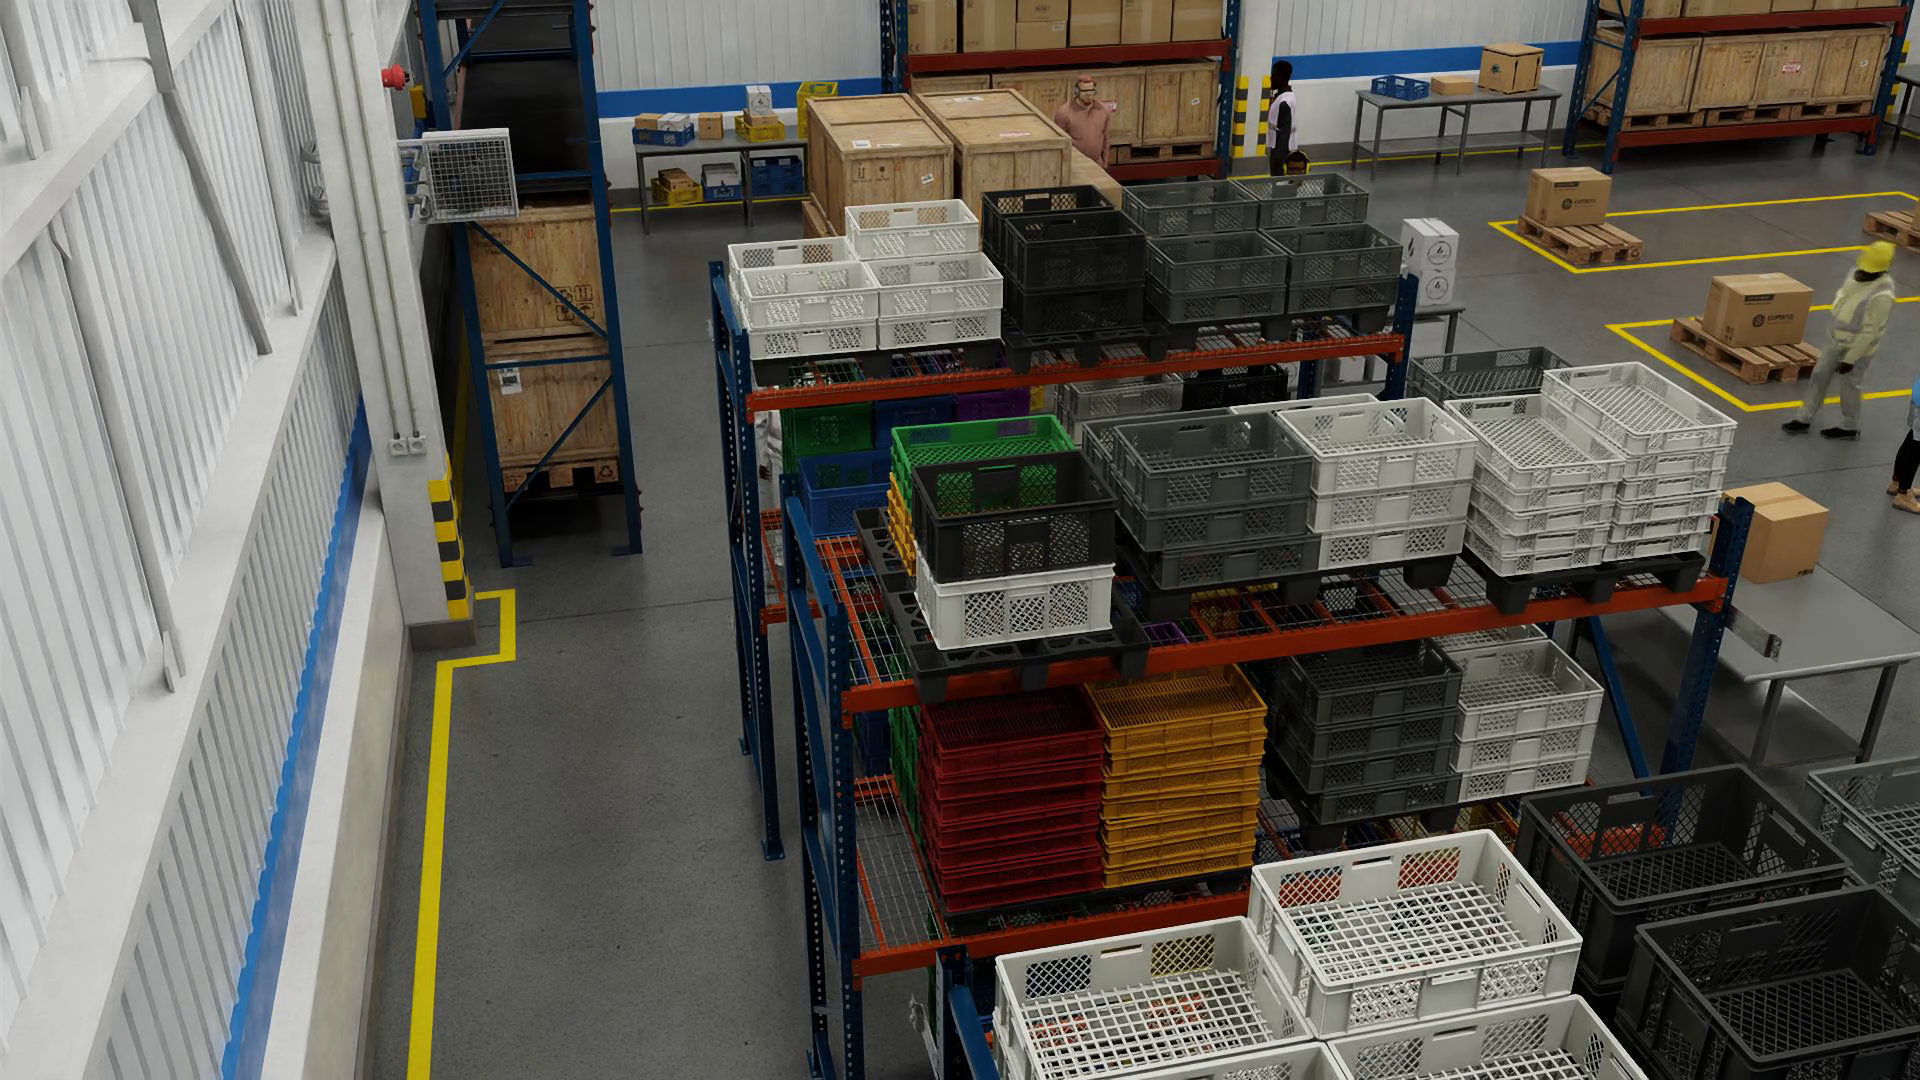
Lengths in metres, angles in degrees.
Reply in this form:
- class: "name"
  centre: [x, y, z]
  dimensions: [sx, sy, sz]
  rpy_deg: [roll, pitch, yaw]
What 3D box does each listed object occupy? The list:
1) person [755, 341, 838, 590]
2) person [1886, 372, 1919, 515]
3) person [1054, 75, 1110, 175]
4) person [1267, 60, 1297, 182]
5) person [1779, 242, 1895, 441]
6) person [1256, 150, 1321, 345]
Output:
- class: "person"
  centre: [-1.107, -0.542, 11.330]
  dimensions: [0.575, 1.881, 0.361]
  rpy_deg: [6, 28, 11]
- class: "person"
  centre: [7.308, -1.038, 12.469]
  dimensions: [0.320, 1.693, 0.531]
  rpy_deg: [10, 29, 19]
- class: "person"
  centre: [1.327, -4.043, 17.947]
  dimensions: [0.642, 1.908, 0.407]
  rpy_deg: [-10, 29, -19]
- class: "person"
  centre: [3.574, -4.369, 18.553]
  dimensions: [0.371, 1.916, 0.597]
  rpy_deg: [3, 28, 7]
- class: "person"
  centre: [7.163, -1.597, 13.446]
  dimensions: [0.693, 1.772, 0.661]
  rpy_deg: [-2, 28, -3]
- class: "person"
  centre: [3.044, -2.681, 15.402]
  dimensions: [0.520, 1.871, 0.328]
  rpy_deg: [4, 28, 8]
